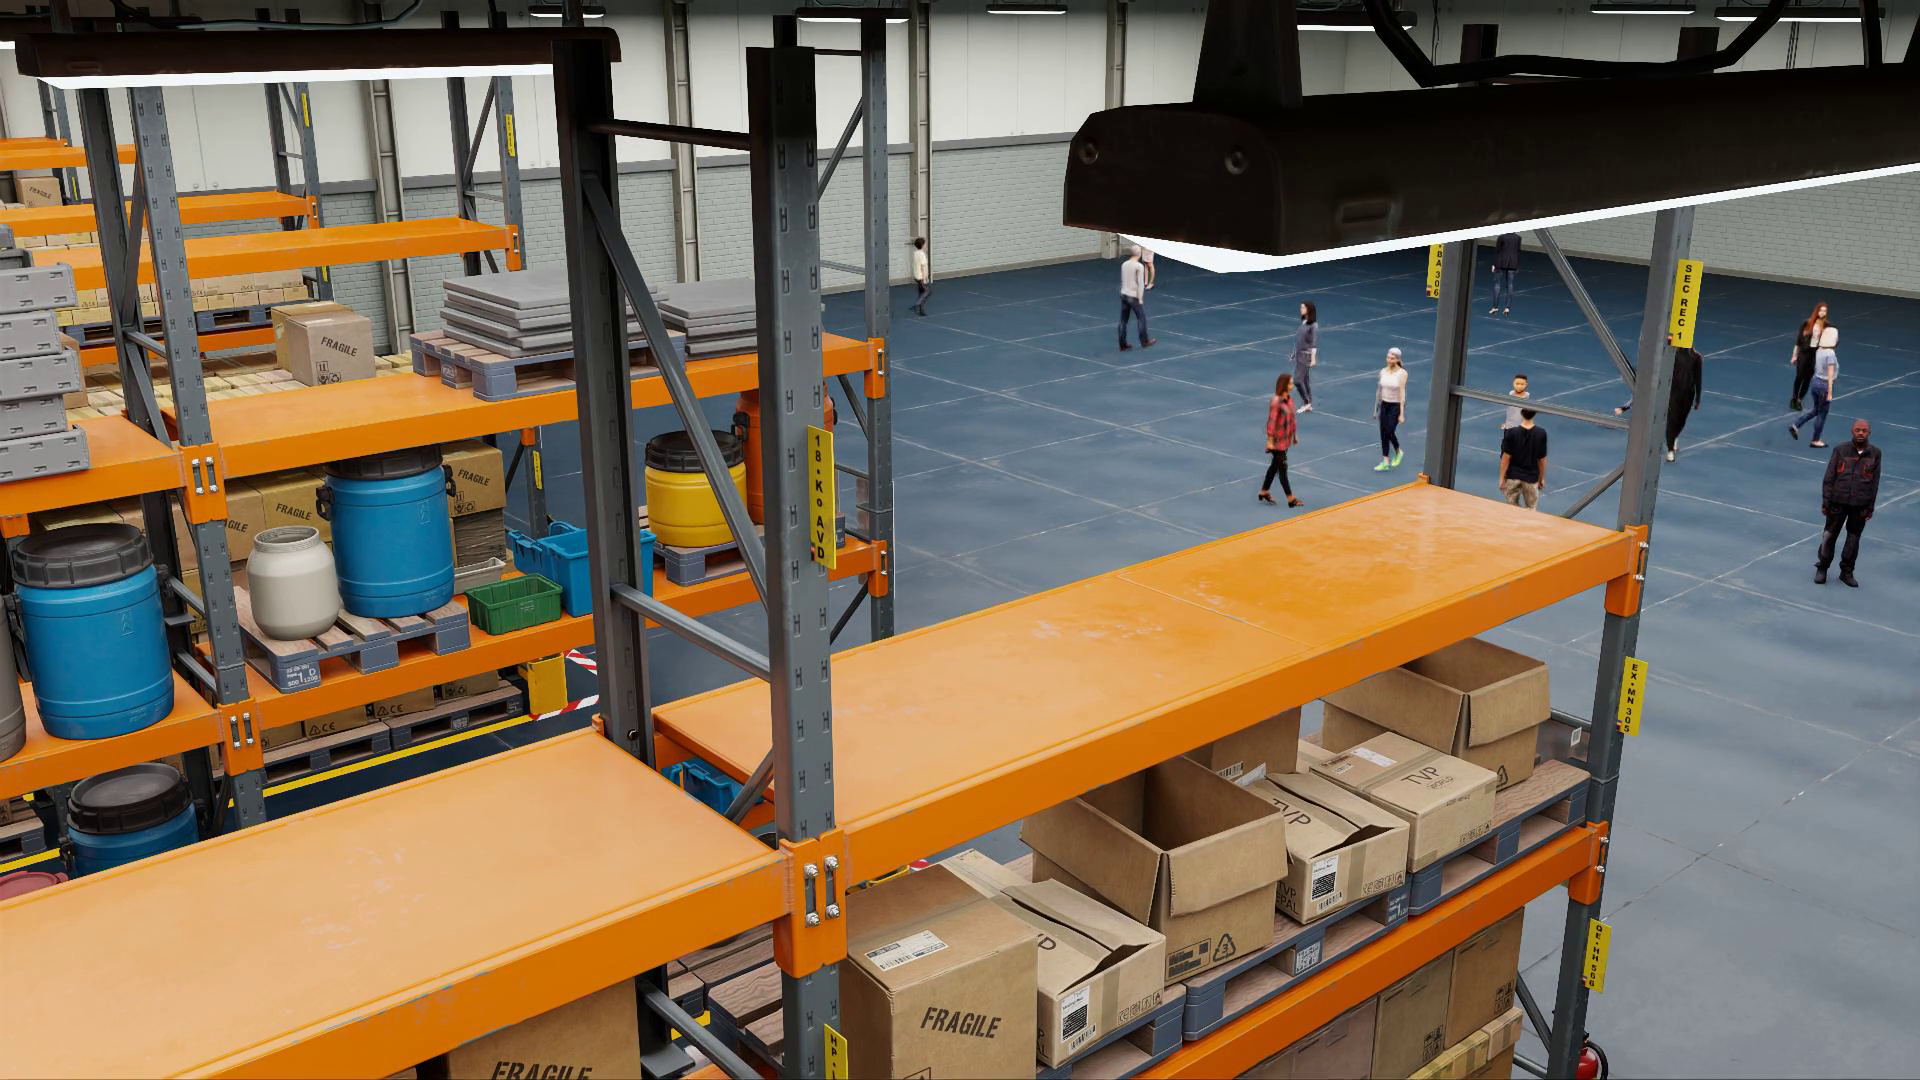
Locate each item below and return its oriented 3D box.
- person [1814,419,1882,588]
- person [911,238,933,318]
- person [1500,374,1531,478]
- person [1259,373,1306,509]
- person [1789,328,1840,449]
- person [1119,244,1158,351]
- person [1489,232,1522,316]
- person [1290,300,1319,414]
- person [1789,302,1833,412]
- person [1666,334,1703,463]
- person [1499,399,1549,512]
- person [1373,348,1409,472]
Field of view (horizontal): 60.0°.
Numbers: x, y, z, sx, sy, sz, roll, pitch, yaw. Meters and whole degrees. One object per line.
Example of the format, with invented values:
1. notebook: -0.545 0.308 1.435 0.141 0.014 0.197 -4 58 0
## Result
1. person: 9.647 -0.429 18.045 0.803 1.825 0.811 6 19 17
2. person: -0.827 -5.217 33.147 0.725 1.578 0.682 -8 20 -23
3. person: 7.404 -1.558 22.112 0.632 1.452 0.662 5 19 14
4. person: 3.941 -1.251 20.817 0.799 1.671 0.905 15 23 38
5. person: 12.081 -2.140 23.483 0.885 1.710 0.822 1 18 4
6. person: 3.038 -4.350 29.985 0.991 1.887 0.742 -15 23 -38
7. person: 9.904 -4.988 30.288 0.818 1.779 0.788 1 18 4
8. person: 5.370 -2.793 25.431 0.774 1.747 0.730 -3 18 -10
9. person: 13.115 -2.847 25.684 0.736 1.692 0.762 6 19 19
10. person: 9.947 -2.009 22.986 1.086 1.770 1.265 5 19 14
11. person: 6.345 -0.657 18.705 0.902 1.850 0.980 4 18 11
12. person: 5.848 -1.753 22.324 0.687 1.692 0.636 -12 22 -33
